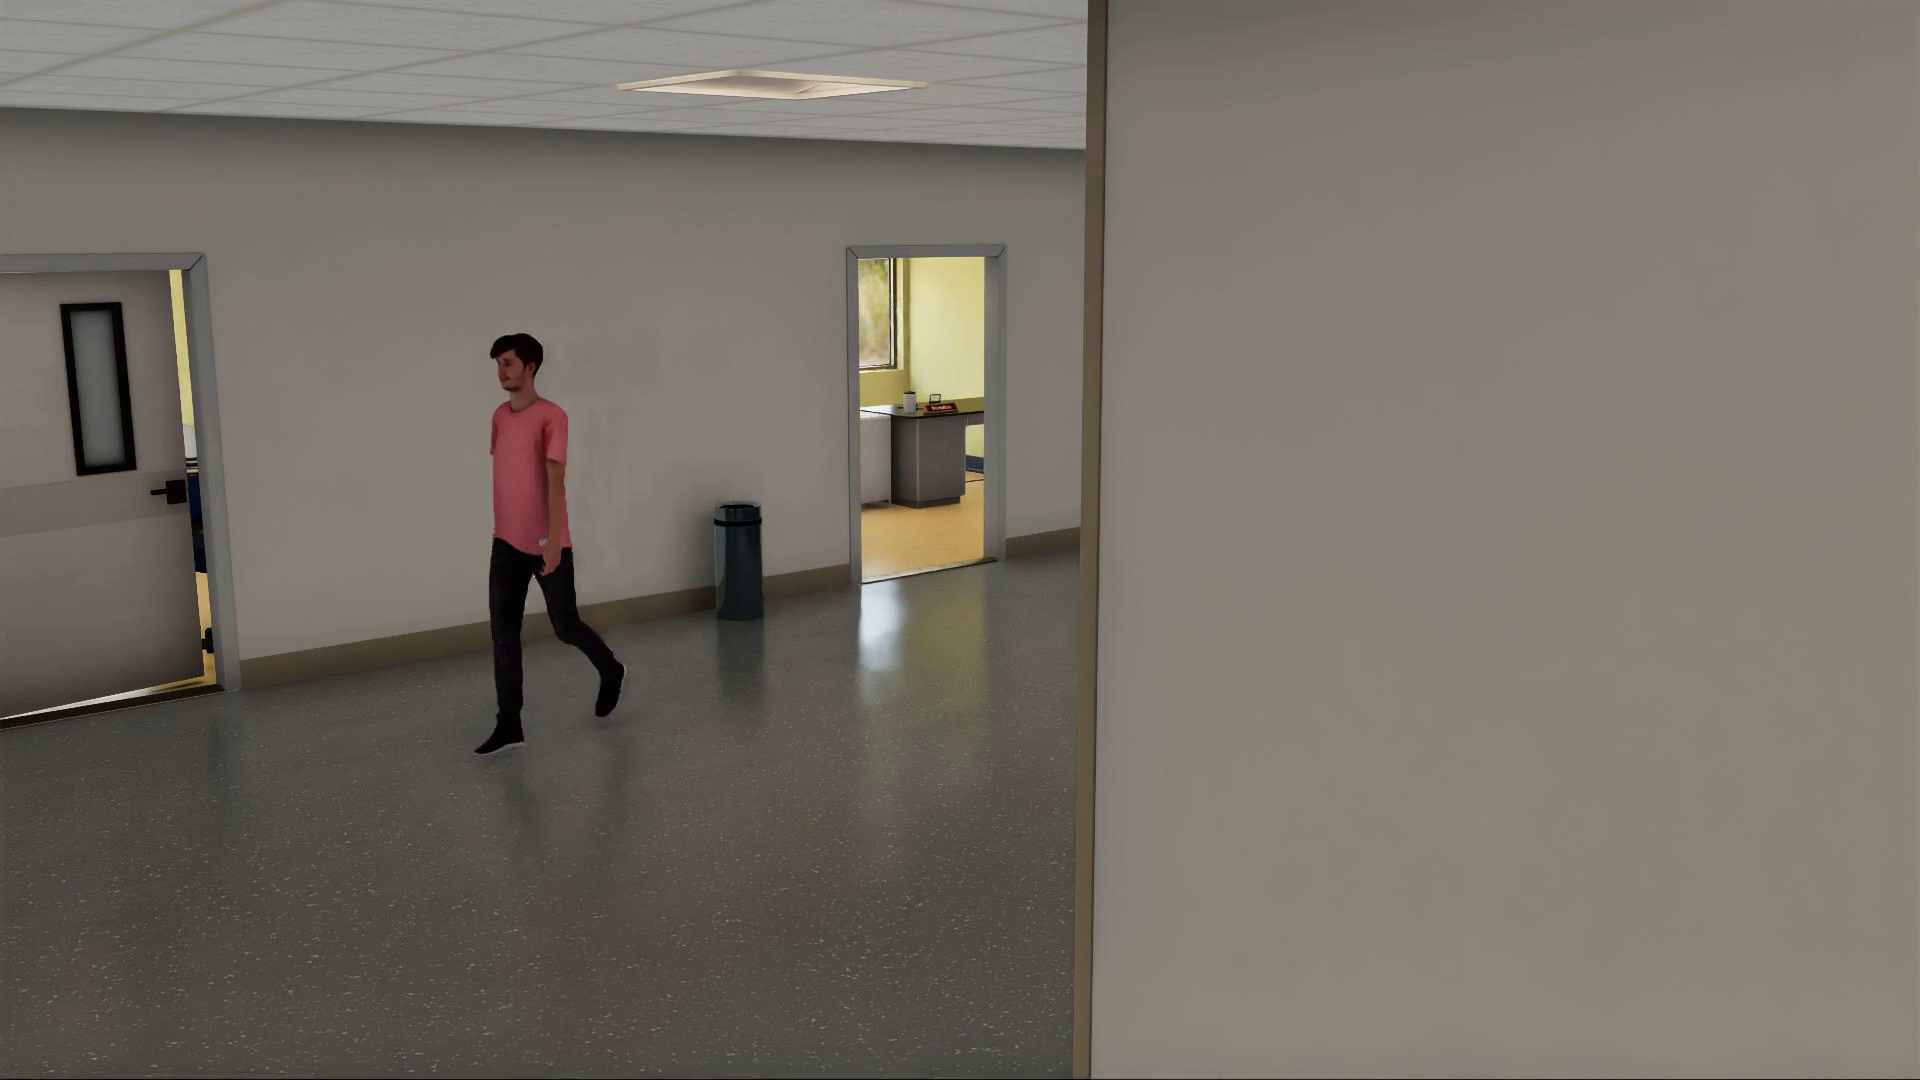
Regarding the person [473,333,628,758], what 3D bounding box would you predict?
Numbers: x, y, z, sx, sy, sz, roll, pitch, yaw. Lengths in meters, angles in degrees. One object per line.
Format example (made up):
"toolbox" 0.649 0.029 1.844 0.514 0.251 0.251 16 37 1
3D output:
"person" -1.943 0.013 7.859 0.967 1.934 1.250 5 12 25
